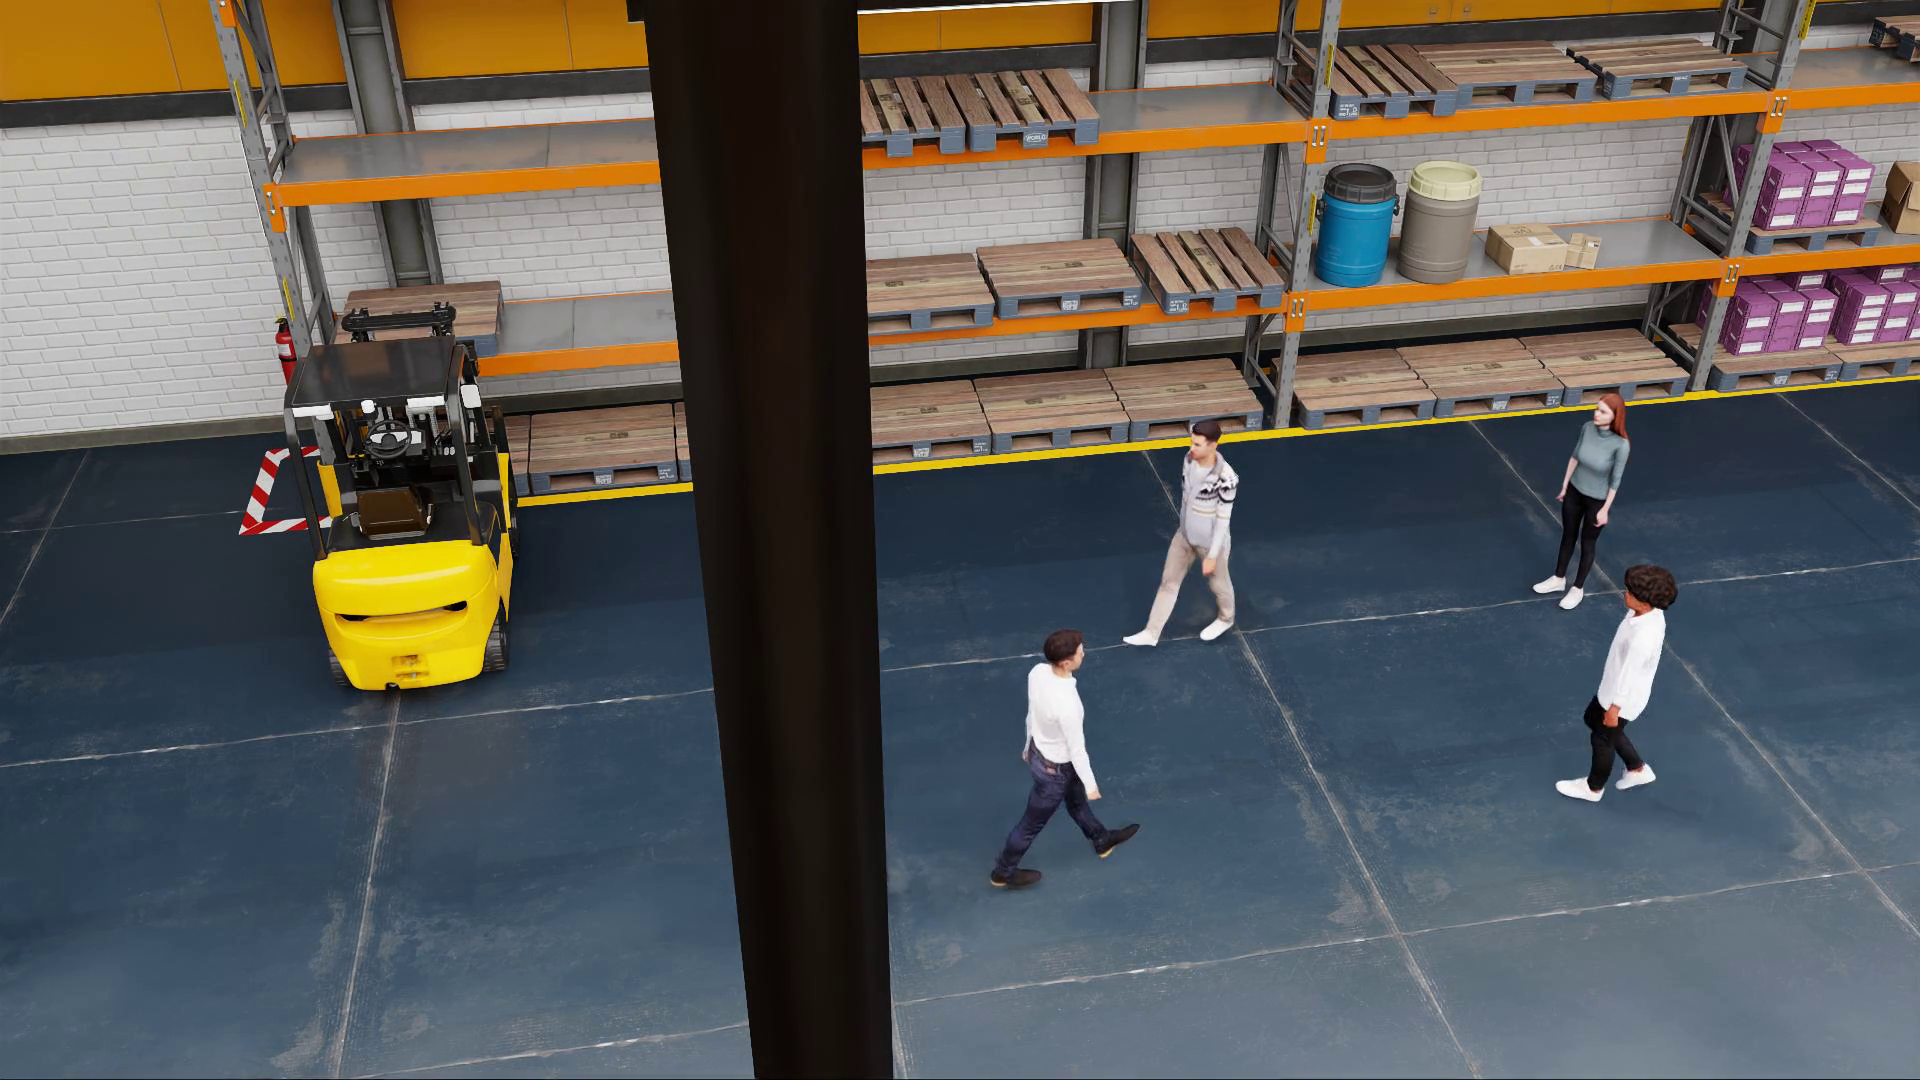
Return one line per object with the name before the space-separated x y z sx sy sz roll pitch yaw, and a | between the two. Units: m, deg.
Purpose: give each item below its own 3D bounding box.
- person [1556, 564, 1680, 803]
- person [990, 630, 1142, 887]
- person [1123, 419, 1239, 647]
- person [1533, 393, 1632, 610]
person | 4.150 0.921 10.209 0.943 1.798 0.864 14 36 20
person | 0.448 1.315 9.596 1.237 1.821 0.739 -9 35 -14
person | 1.771 -0.041 11.641 1.263 1.816 1.021 -21 39 -28
person | 4.564 -0.293 12.086 0.644 1.742 0.649 -18 37 -24
